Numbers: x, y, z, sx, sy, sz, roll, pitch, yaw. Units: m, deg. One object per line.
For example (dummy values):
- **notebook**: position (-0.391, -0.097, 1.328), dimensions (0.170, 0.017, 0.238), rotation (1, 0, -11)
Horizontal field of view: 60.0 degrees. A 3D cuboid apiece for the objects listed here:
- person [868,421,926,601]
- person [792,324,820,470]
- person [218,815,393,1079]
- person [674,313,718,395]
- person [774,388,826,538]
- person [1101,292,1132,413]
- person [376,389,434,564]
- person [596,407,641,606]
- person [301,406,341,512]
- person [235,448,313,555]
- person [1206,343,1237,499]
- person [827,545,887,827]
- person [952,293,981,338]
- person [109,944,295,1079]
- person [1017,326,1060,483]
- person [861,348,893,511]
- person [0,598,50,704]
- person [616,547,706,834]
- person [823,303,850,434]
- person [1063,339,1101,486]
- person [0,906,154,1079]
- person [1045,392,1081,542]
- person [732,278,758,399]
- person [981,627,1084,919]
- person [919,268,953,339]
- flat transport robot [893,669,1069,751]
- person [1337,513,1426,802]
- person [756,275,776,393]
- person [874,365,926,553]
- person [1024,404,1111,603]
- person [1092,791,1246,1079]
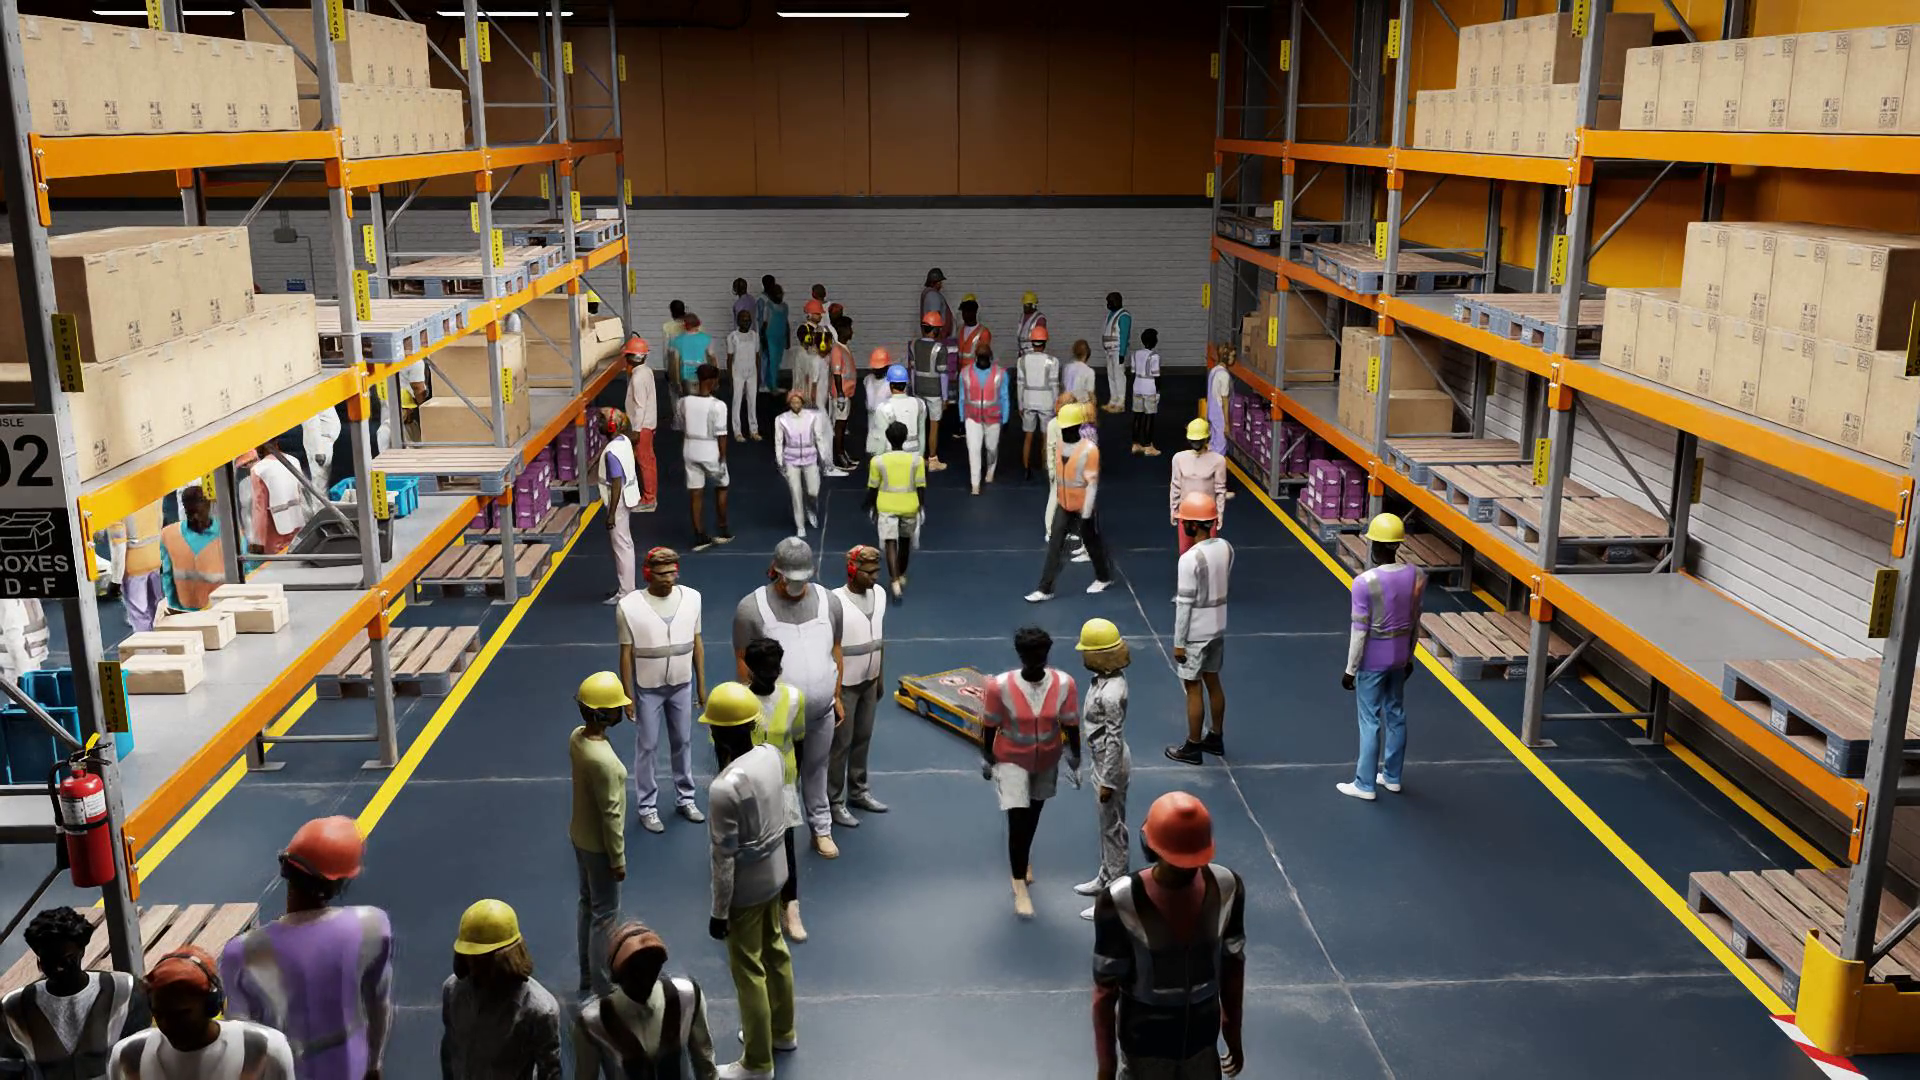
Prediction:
- **person**: position (-0.585, -0.281, 15.591), dimensions (0.539, 1.666, 0.857), rotation (-2, 14, -9)
- **person**: position (-1.970, -1.819, 21.228), dimensions (0.333, 1.860, 0.510), rotation (-7, 16, -25)
- **person**: position (-2.391, 1.965, 6.096), dimensions (0.448, 1.992, 0.643), rotation (14, 20, 43)
- **person**: position (-3.640, -2.208, 22.867), dimensions (0.578, 1.812, 0.692), rotation (2, 14, 9)
- **person**: position (-1.709, -0.832, 17.804), dimensions (0.545, 1.621, 0.419), rotation (-3, 15, -10)
- **person**: position (2.374, -2.873, 25.425), dimensions (0.429, 1.830, 0.639), rotation (-5, 15, -18)
- **person**: position (-5.506, -0.601, 16.517), dimensions (0.403, 1.824, 0.596), rotation (4, 15, 14)
- **person**: position (-3.149, -0.317, 15.344), dimensions (0.389, 1.849, 0.565), rotation (-1, 14, -4)
- **person**: position (-6.899, -1.021, 17.995), dimensions (0.407, 1.908, 0.641), rotation (-4, 15, -16)
- **person**: position (-5.985, -0.024, 14.515), dimensions (0.616, 1.689, 0.768), rotation (5, 15, 18)
- **person**: position (3.080, -1.410, 19.647), dimensions (0.327, 1.842, 0.511), rotation (-2, 14, -9)
- **person**: position (-0.671, 0.912, 10.575), dimensions (0.418, 1.828, 0.562), rotation (10, 17, 35)
- **person**: position (0.110, -3.018, 26.190), dimensions (0.497, 1.730, 0.369), rotation (9, 17, 31)
- **person**: position (-2.435, 2.189, 5.439), dimensions (0.584, 1.882, 0.337), rotation (-2, 14, -7)
- **person**: position (0.977, -1.672, 20.509), dimensions (0.546, 1.928, 0.379), rotation (6, 15, 21)
- **person**: position (-0.850, -1.307, 19.199), dimensions (0.549, 1.882, 0.964), rotation (9, 17, 31)
- **person**: position (-6.163, 0.782, 10.961), dimensions (0.345, 1.883, 0.584), rotation (-7, 16, -24)
- **person**: position (-1.879, 0.923, 10.497), dimensions (0.560, 1.838, 0.394), rotation (-9, 17, -32)
- **person**: position (-1.768, -2.394, 23.428), dimensions (0.337, 1.882, 0.585), rotation (8, 16, 28)
- **person**: position (1.447, -1.509, 20.078), dimensions (0.464, 1.832, 0.536), rotation (-9, 17, -33)
- **person**: position (-3.197, 2.122, 6.075), dimensions (0.532, 1.696, 0.319), rotation (-7, 16, -25)
- **person**: position (1.100, -0.765, 17.557), dimensions (0.507, 1.625, 0.300), rotation (-13, 19, -41)
- **person**: position (-3.441, -3.222, 26.593), dimensions (0.364, 1.933, 0.629), rotation (4, 15, 15)
- **person**: position (0.416, 1.278, 9.470), dimensions (0.556, 1.638, 0.816), rotation (-4, 15, -14)
- **person**: position (-0.369, -3.413, 27.115), dimensions (0.536, 2.000, 0.672), rotation (-4, 15, -17)
- **flat transport robot**: position (0.158, 1.237, 12.393), dimensions (0.652, 0.197, 1.431), rotation (-10, 17, -33)
- **person**: position (2.758, 0.769, 10.928), dimensions (0.592, 1.926, 0.366), rotation (-8, 16, -29)
- **person**: position (-3.165, -3.386, 27.254), dimensions (0.372, 1.916, 0.597), rotation (3, 15, 10)
- **person**: position (-0.629, -0.840, 17.198), dimensions (0.618, 1.945, 0.394), rotation (-10, 18, -35)
- **person**: position (1.067, -0.349, 15.453), dimensions (1.019, 1.863, 0.591), rotation (-13, 19, -41)
- **person**: position (0.808, 1.893, 6.315), dimensions (0.613, 2.033, 0.411), rotation (-4, 15, -16)
